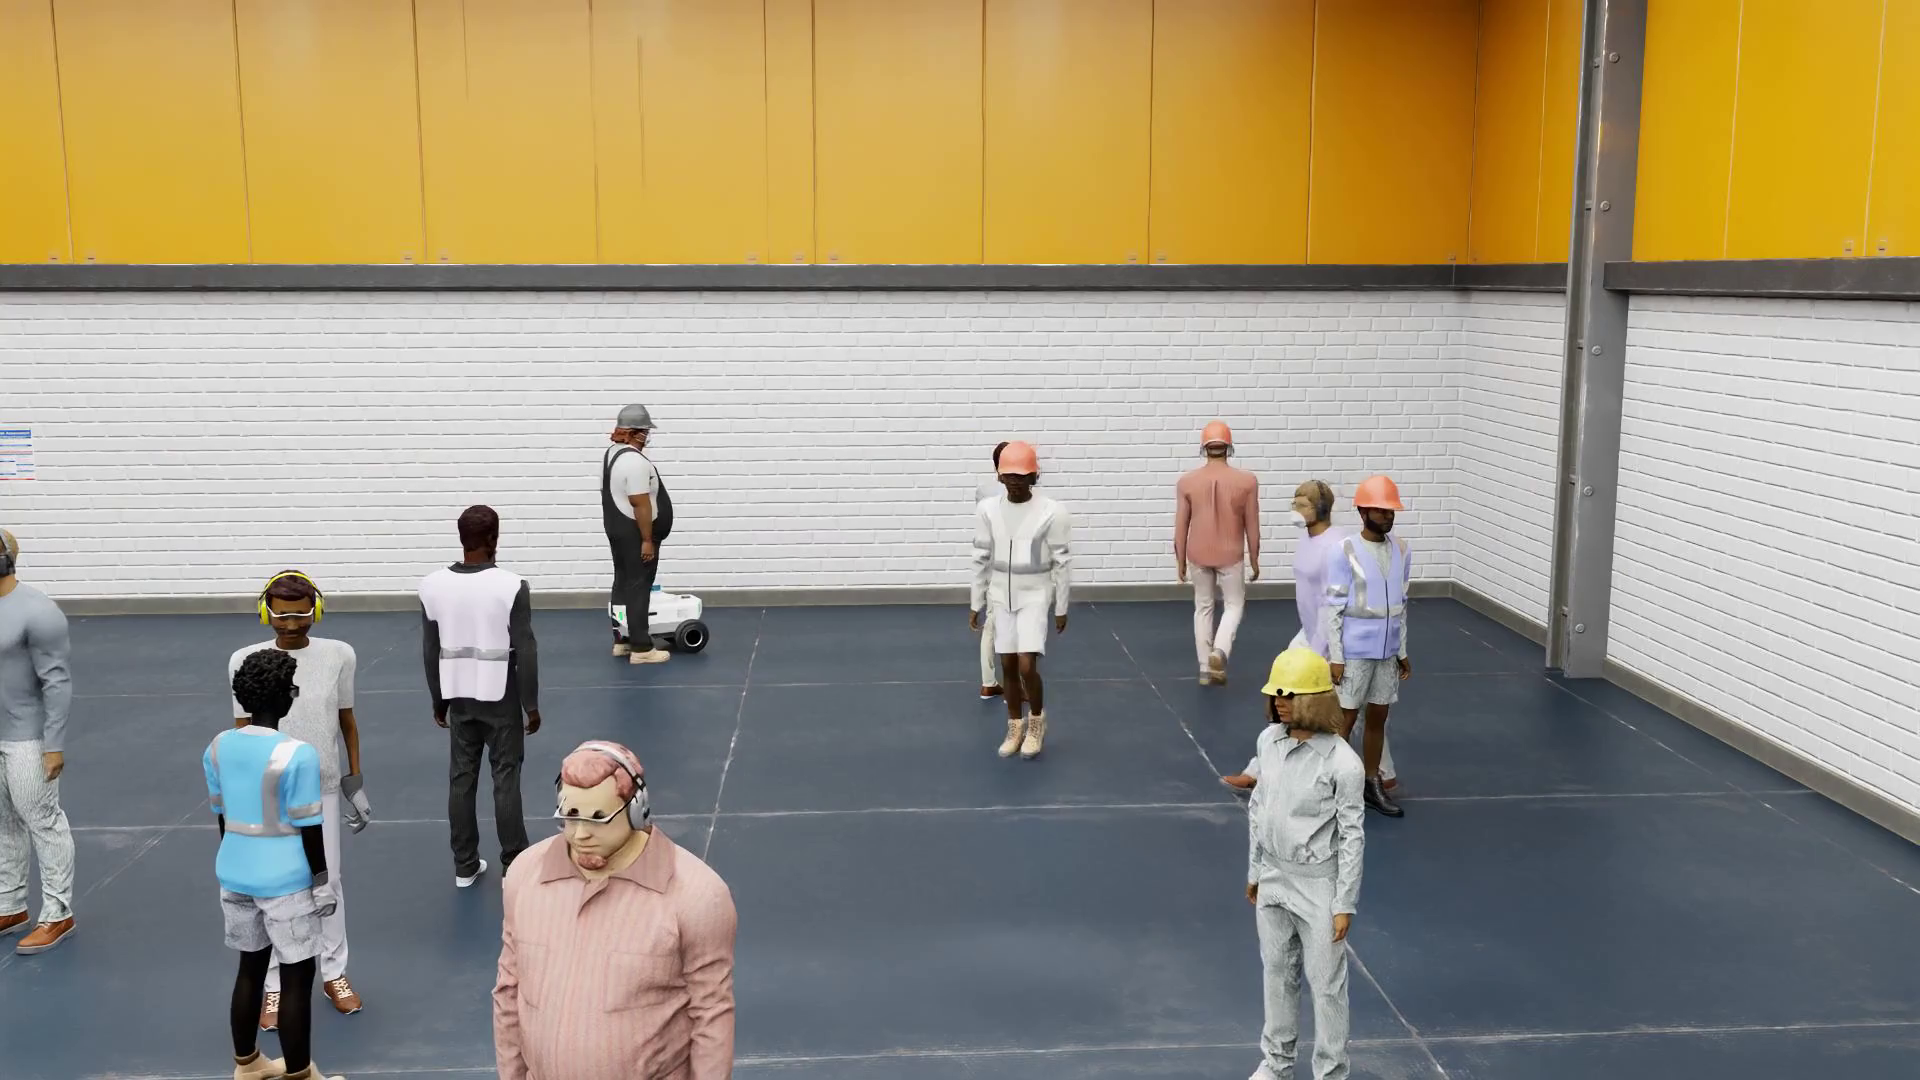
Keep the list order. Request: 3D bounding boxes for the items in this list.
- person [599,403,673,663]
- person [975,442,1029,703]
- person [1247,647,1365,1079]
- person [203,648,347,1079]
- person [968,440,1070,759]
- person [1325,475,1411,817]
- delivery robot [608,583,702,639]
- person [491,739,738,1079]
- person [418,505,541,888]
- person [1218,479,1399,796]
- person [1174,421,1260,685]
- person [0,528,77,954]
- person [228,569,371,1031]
[{"bbox_3d":[-2.530,-0.065,13.123,0.537,2.000,0.689,-6,11,-32],"label":"person"},{"bbox_3d":[0.326,0.233,11.839,0.521,1.856,0.328,9,13,44],"label":"person"},{"bbox_3d":[1.200,1.233,5.906,0.323,1.743,0.489,-6,11,-35],"label":"person"},{"bbox_3d":[-2.511,1.235,6.074,0.538,1.693,0.321,5,10,28],"label":"person"},{"bbox_3d":[0.364,0.384,10.360,0.608,2.026,0.510,5,10,27],"label":"person"},{"bbox_3d":[2.283,0.602,9.251,0.545,1.942,0.349,-4,10,-25],"label":"person"},{"bbox_3d":[-2.456,0.587,13.389,0.707,0.478,0.477,-5,10,-27],"label":"delivery robot"},{"bbox_3d":[-0.885,1.429,4.179,0.639,1.904,0.409,2,9,13],"label":"person"},{"bbox_3d":[-2.356,0.793,8.215,0.587,1.890,0.392,2,9,12],"label":"person"},{"bbox_3d":[2.079,0.588,9.554,1.048,1.882,0.655,-2,9,-10],"label":"person"},{"bbox_3d":[1.865,0.120,12.168,0.632,1.972,0.622,3,10,19],"label":"person"},{"bbox_3d":[-4.261,0.886,7.470,0.627,1.941,0.374,3,10,20],"label":"person"},{"bbox_3d":[-2.675,1.039,6.763,0.518,1.861,0.328,-5,10,-29],"label":"person"}]
